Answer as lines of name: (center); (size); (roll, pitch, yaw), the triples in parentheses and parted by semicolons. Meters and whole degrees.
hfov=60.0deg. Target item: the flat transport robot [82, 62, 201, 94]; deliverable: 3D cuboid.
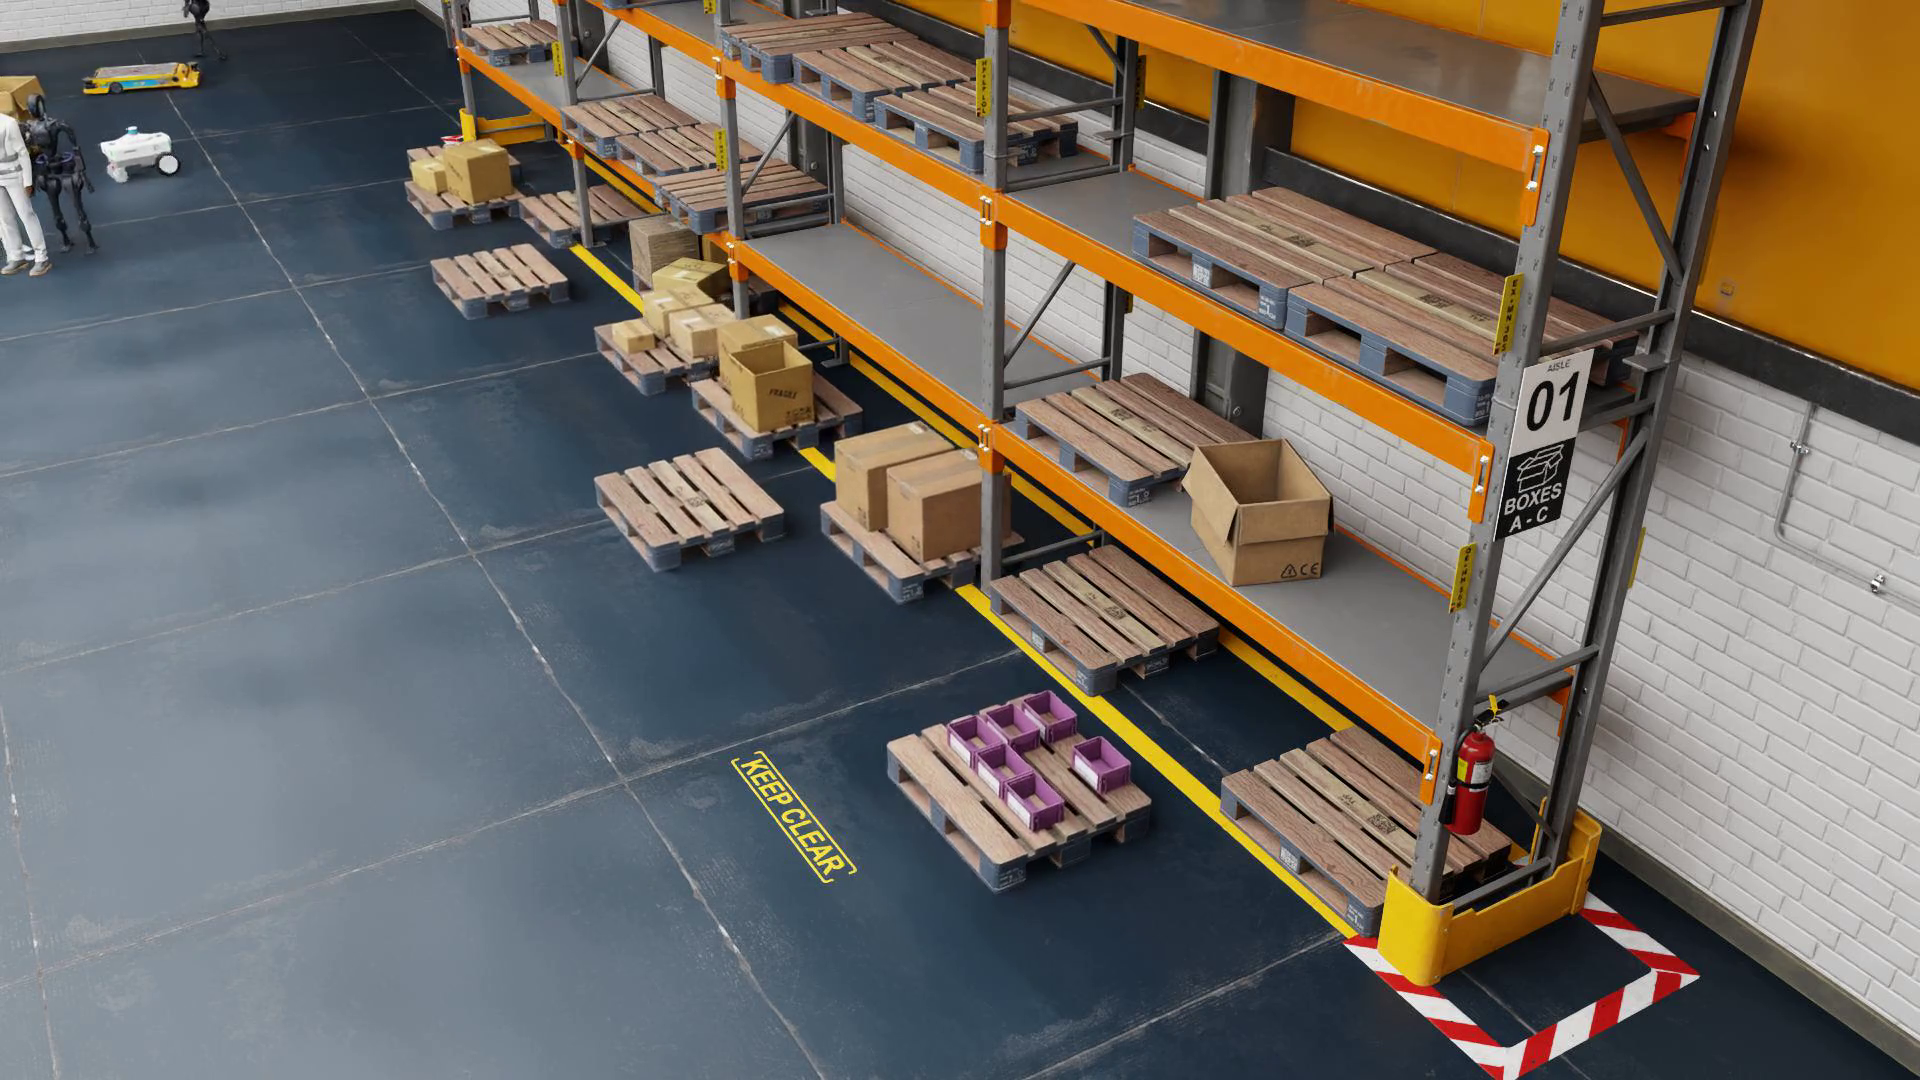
flat transport robot: (-11.218, -6.335, 22.816); (1.431, 0.231, 0.659); (-10, 31, -16)

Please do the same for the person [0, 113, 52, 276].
person: (-9.288, -3.498, 16.170); (0.583, 1.882, 0.337); (5, 30, 8)

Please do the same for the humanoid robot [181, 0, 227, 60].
humanoid robot: (-10.984, -7.737, 23.896); (0.615, 1.646, 0.595); (-1, 30, -1)

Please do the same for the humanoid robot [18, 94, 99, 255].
humanoid robot: (-9.049, -3.681, 16.717); (0.588, 1.642, 0.379); (-6, 30, -10)

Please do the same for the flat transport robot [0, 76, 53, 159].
flat transport robot: (-11.407, -4.507, 19.588); (0.659, 0.231, 1.431); (-2, 30, -4)

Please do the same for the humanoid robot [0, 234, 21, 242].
humanoid robot: (-10.040, -3.851, 16.985); (0.673, 1.840, 0.540); (-3, 30, -6)

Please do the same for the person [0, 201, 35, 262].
person: (-9.651, -3.626, 16.587); (0.402, 1.694, 0.540); (-13, 32, -22)

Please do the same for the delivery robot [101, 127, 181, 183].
delivery robot: (-9.476, -4.477, 19.264); (0.790, 0.614, 0.499); (-23, 37, -34)
